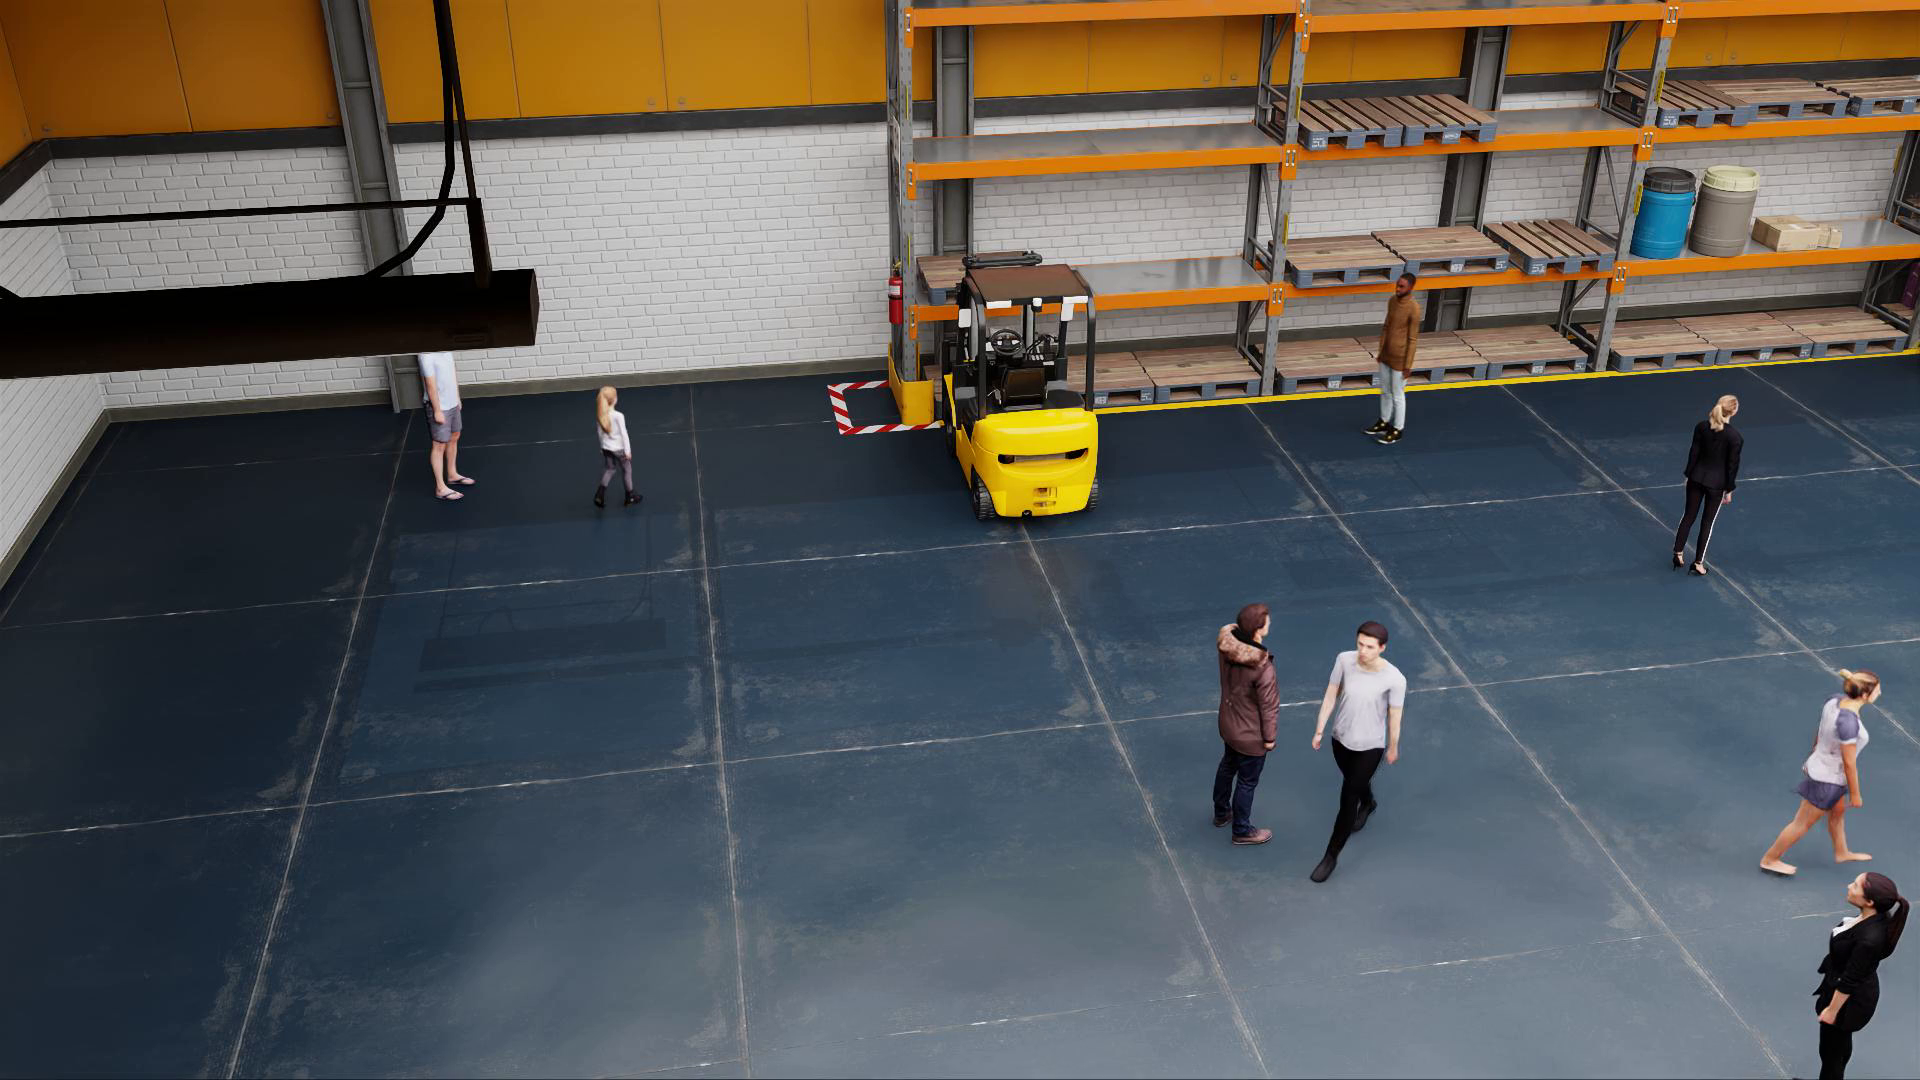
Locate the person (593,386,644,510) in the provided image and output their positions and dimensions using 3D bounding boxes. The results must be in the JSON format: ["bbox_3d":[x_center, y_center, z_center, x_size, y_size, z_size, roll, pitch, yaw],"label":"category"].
[{"bbox_3d":[-3.310,-0.853,15.775,0.786,1.268,0.823,16,32,26],"label":"person"}]

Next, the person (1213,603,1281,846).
[{"bbox_3d":[1.948,1.237,11.337,0.769,1.849,0.819,-12,31,-20],"label":"person"}]

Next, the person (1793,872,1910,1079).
[{"bbox_3d":[4.904,2.526,9.174,0.735,1.659,0.674,19,34,31],"label":"person"}]

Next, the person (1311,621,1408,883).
[{"bbox_3d":[2.733,1.320,11.208,1.155,1.828,1.300,24,37,37],"label":"person"}]

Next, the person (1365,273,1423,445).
[{"bbox_3d":[4.504,-1.888,17.104,0.646,1.814,0.690,-13,31,-23],"label":"person"}]

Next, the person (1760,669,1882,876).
[{"bbox_3d":[5.657,1.564,11.013,1.028,1.587,0.850,9,30,16],"label":"person"}]

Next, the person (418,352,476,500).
[{"bbox_3d":[-4.999,-1.303,16.015,0.674,1.829,0.708,5,29,10],"label":"person"}]

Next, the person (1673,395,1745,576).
[{"bbox_3d":[6.575,-0.484,14.643,0.695,1.705,0.697,-22,35,-34],"label":"person"}]
